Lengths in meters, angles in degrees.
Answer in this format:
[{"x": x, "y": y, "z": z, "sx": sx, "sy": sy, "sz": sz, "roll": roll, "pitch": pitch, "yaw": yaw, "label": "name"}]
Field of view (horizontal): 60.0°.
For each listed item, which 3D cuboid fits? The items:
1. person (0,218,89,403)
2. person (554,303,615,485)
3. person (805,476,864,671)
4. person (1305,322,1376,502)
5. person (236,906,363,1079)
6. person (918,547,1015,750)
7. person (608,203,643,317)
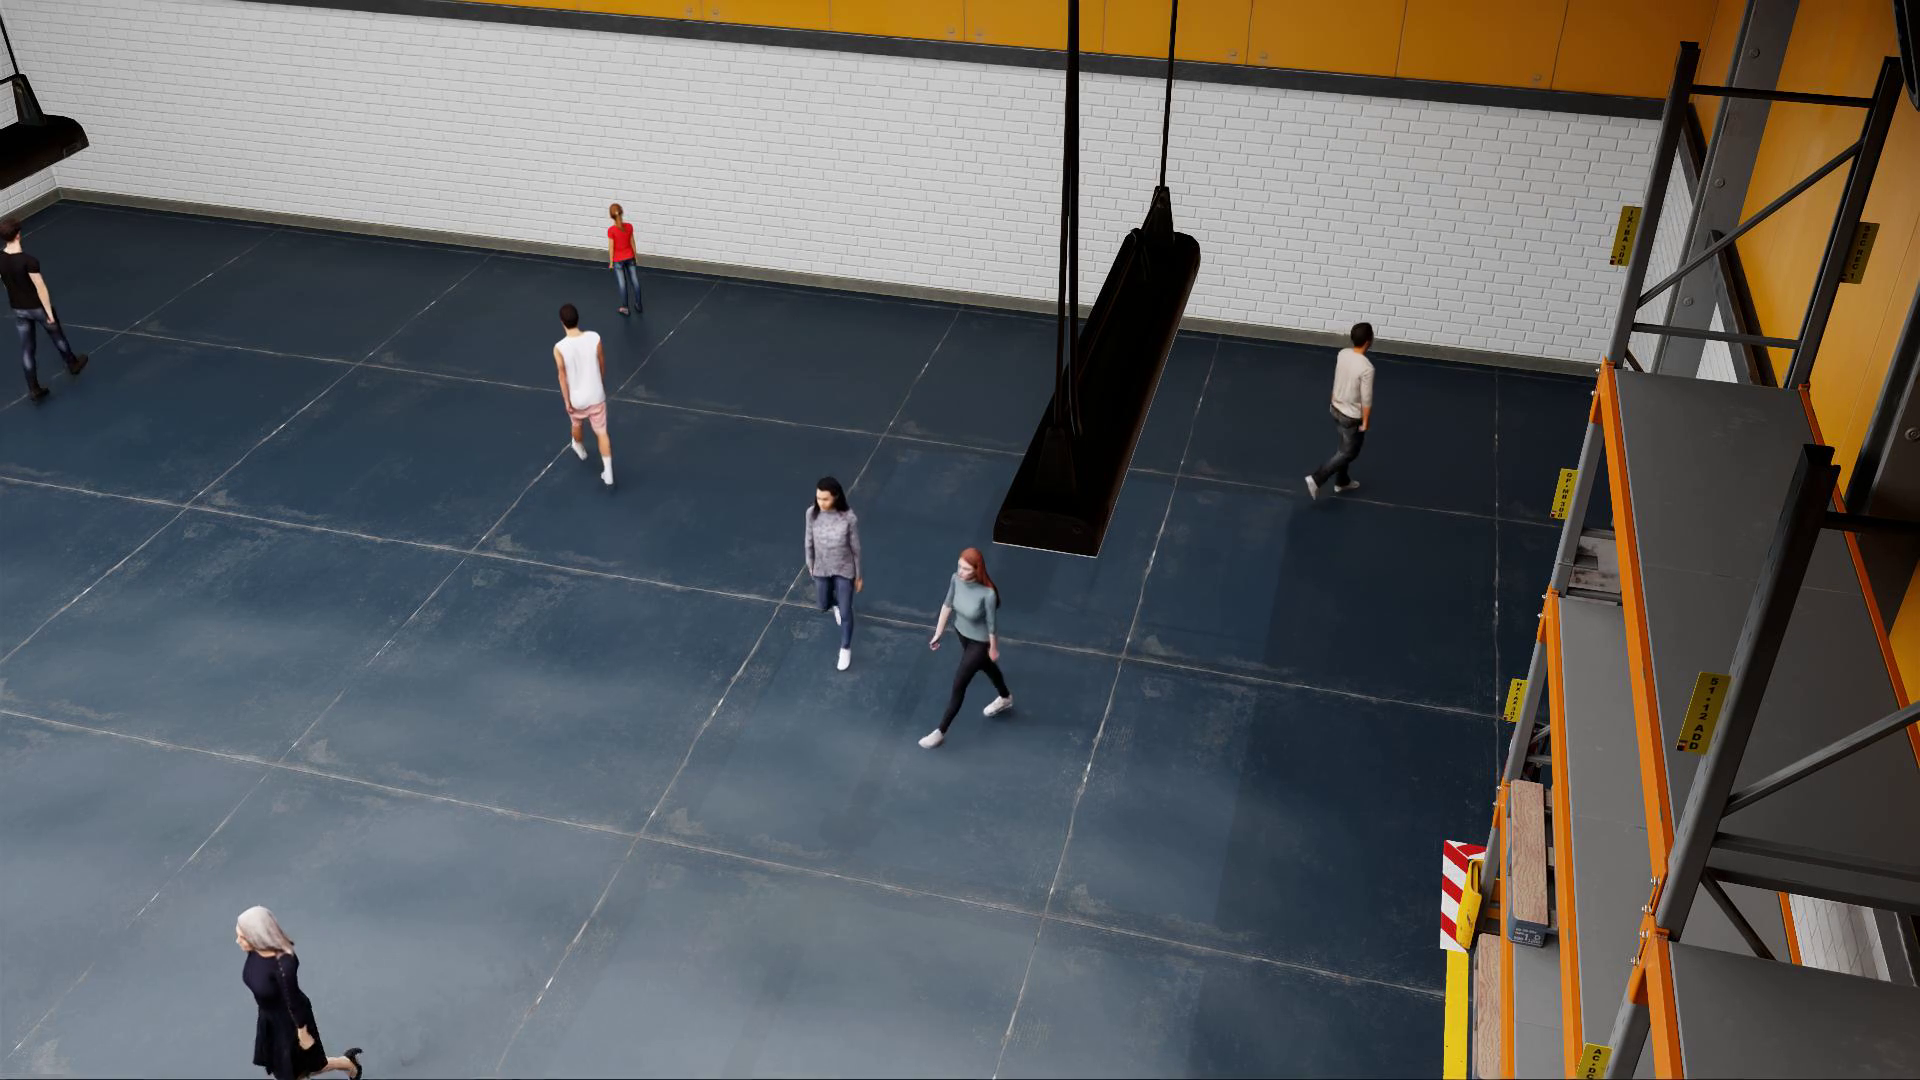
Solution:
[{"x": -9.591, "y": -2.323, "z": 17.071, "sx": 0.877, "sy": 1.855, "sz": 1.270, "roll": 2, "pitch": 34, "yaw": 2, "label": "person"}, {"x": -3.500, "y": -1.334, "z": 15.685, "sx": 1.107, "sy": 1.743, "sz": 1.240, "roll": -15, "pitch": 36, "yaw": -21, "label": "person"}, {"x": -0.984, "y": 0.190, "z": 13.418, "sx": 0.679, "sy": 1.715, "sz": 0.893, "roll": 5, "pitch": 34, "yaw": 8, "label": "person"}, {"x": 3.529, "y": -1.156, "z": 15.372, "sx": 1.057, "sy": 1.792, "sz": 1.013, "roll": -16, "pitch": 37, "yaw": -23, "label": "person"}, {"x": -3.798, "y": 2.735, "z": 9.575, "sx": 0.812, "sy": 1.730, "sz": 0.926, "roll": 26, "pitch": 41, "yaw": 33, "label": "person"}, {"x": 0.167, "y": 0.755, "z": 12.595, "sx": 1.218, "sy": 1.684, "sz": 1.052, "roll": -23, "pitch": 40, "yaw": -30, "label": "person"}, {"x": -3.812, "y": -3.190, "z": 18.869, "sx": 0.553, "sy": 1.310, "sz": 0.621, "roll": -21, "pitch": 39, "yaw": -28, "label": "person"}]
